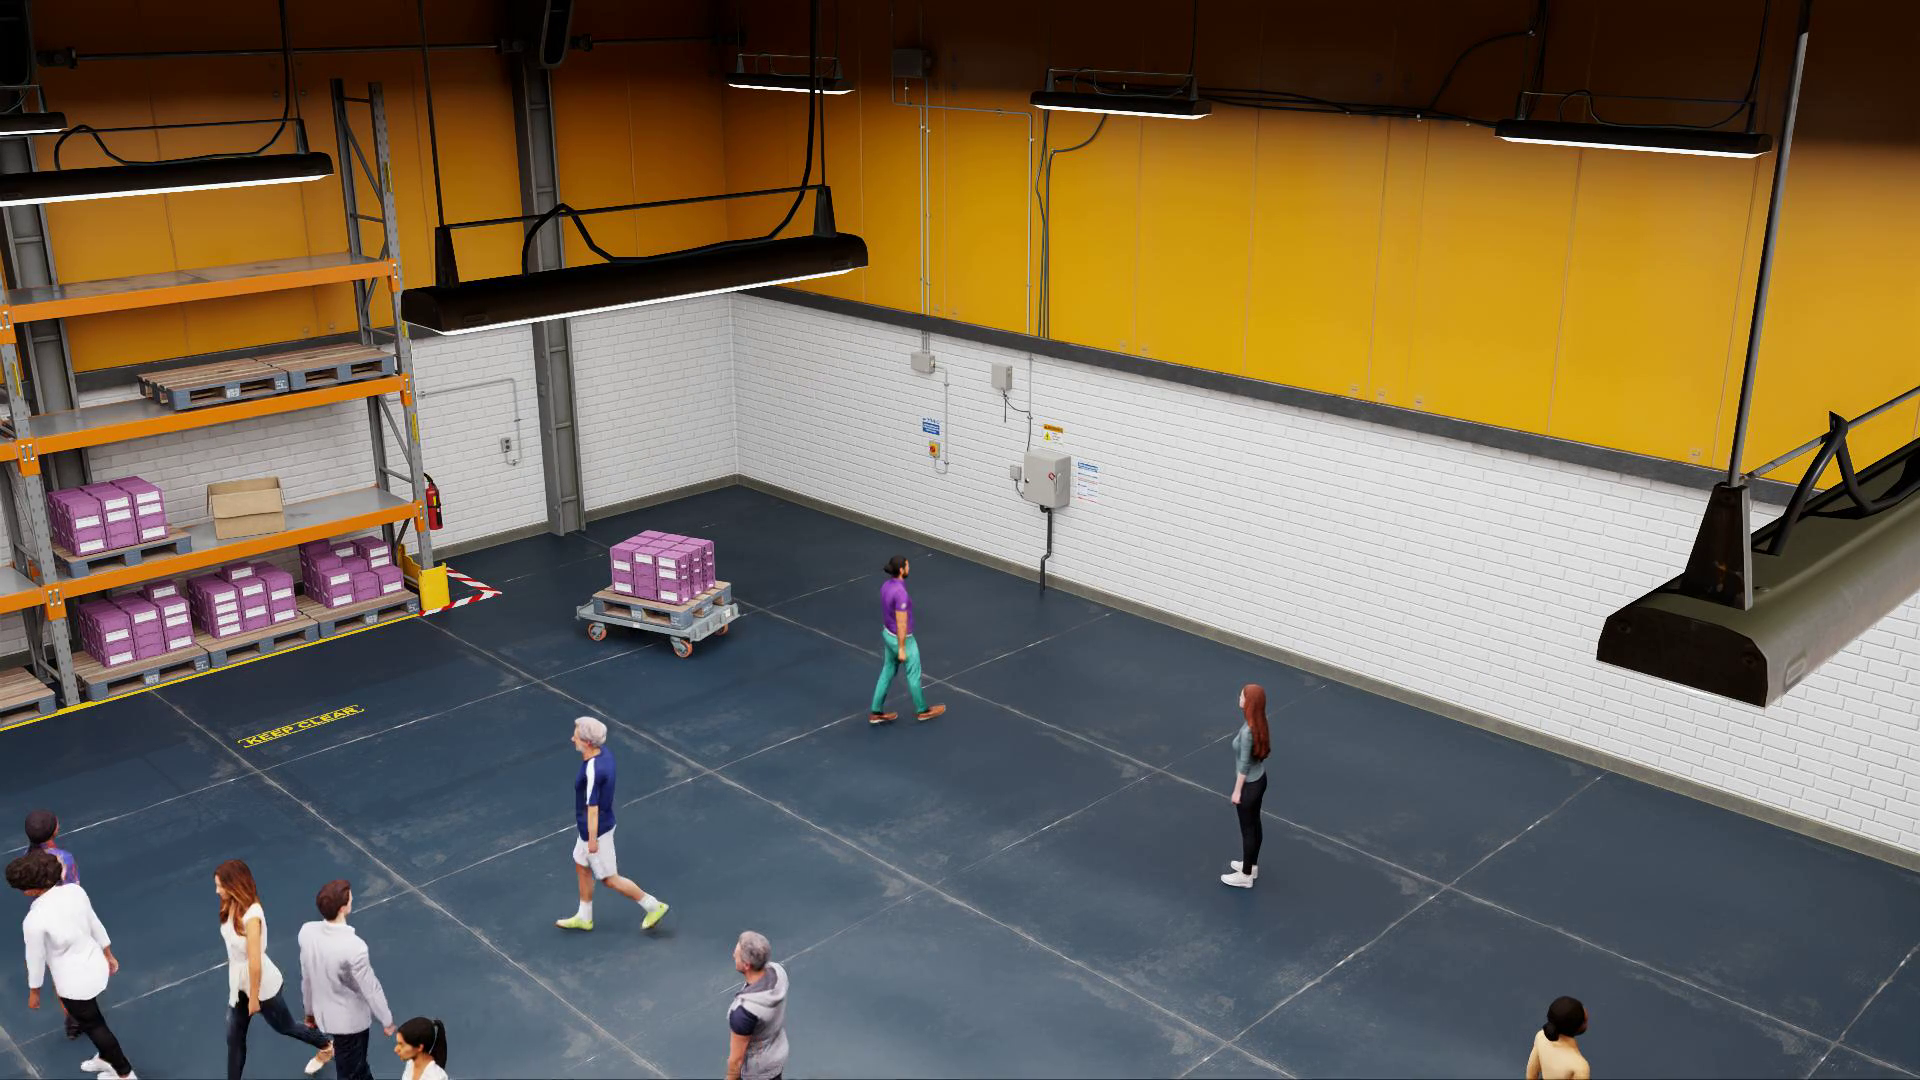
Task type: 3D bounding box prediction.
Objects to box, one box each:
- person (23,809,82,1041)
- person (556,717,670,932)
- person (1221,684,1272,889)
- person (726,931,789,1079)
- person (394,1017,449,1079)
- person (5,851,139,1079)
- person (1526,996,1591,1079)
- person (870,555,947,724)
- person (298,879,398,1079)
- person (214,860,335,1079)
[{"bbox_3d":[-6.201,2.676,11.371,0.712,1.731,0.750,5,19,15],"label":"person"},{"bbox_3d":[-2.679,2.198,12.663,1.193,1.813,1.091,-1,19,-4],"label":"person"},{"bbox_3d":[2.341,1.977,13.428,0.686,1.743,0.556,11,21,29],"label":"person"},{"bbox_3d":[-1.082,3.150,9.840,0.996,1.811,0.959,5,19,14],"label":"person"},{"bbox_3d":[-2.904,3.394,9.392,0.628,1.635,0.623,-13,22,-33],"label":"person"},{"bbox_3d":[-5.695,2.825,10.872,0.906,1.767,0.842,8,20,22],"label":"person"},{"bbox_3d":[3.395,3.340,9.521,0.645,1.654,0.650,-9,20,-24],"label":"person"},{"bbox_3d":[-0.679,1.006,16.314,1.090,1.741,0.848,-9,21,-25],"label":"person"},{"bbox_3d":[-3.883,2.996,10.275,0.877,1.824,1.022,10,21,27],"label":"person"},{"bbox_3d":[-4.472,2.857,10.823,0.633,1.738,1.148,17,25,40],"label":"person"}]
